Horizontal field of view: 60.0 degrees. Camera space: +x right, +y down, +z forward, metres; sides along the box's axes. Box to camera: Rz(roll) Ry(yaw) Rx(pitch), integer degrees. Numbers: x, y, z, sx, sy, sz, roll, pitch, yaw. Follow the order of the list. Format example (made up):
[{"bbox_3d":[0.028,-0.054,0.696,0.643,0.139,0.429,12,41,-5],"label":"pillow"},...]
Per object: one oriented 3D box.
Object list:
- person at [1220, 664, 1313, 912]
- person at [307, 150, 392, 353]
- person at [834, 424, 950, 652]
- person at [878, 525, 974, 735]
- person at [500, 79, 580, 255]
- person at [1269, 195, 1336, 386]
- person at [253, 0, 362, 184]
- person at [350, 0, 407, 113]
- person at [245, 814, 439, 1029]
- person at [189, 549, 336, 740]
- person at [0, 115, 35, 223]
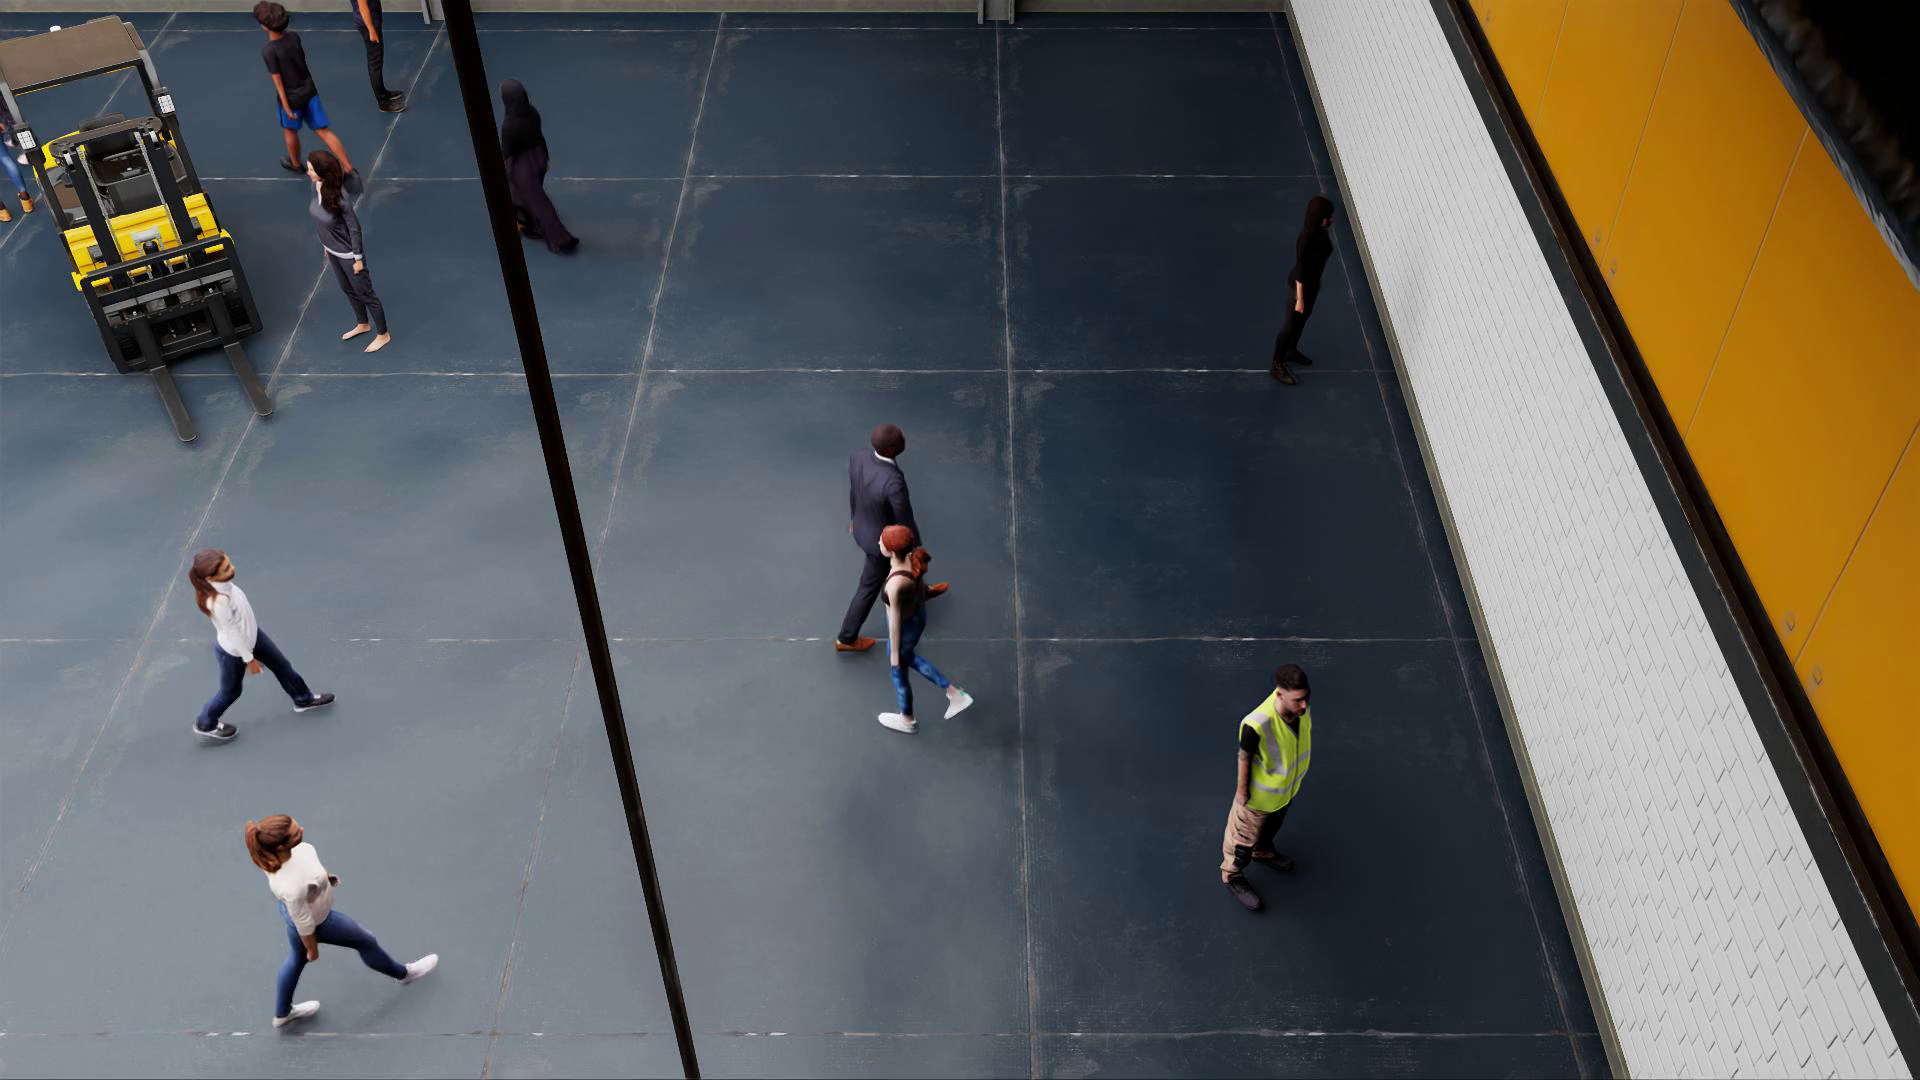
[{"bbox_3d":[1.760,1.341,9.407,0.910,1.845,0.853,33,53,30],"label":"person"},{"bbox_3d":[-4.924,-2.329,13.315,0.657,1.768,0.750,27,50,26],"label":"person"},{"bbox_3d":[-0.581,0.031,10.835,1.318,1.772,1.122,-23,48,-22],"label":"person"},{"bbox_3d":[-0.253,0.591,10.244,0.913,1.777,0.721,11,45,11],"label":"person"},{"bbox_3d":[-3.672,-3.199,14.346,1.162,1.605,0.862,14,45,14],"label":"person"},{"bbox_3d":[2.705,-2.012,13.077,0.677,1.638,0.665,20,47,20],"label":"person"},{"bbox_3d":[-5.932,-4.009,15.083,1.236,1.761,1.041,25,49,24],"label":"person"},{"bbox_3d":[-5.750,-5.048,16.153,0.624,1.789,0.695,-12,45,-13],"label":"person"},{"bbox_3d":[-3.517,2.036,8.801,1.205,1.673,1.047,-27,50,-25],"label":"person"},{"bbox_3d":[-4.574,0.670,10.347,1.137,1.519,0.742,-10,45,-10],"label":"person"},{"bbox_3d":[-8.711,-3.638,14.730,0.668,1.711,0.739,-32,52,-29],"label":"person"}]
